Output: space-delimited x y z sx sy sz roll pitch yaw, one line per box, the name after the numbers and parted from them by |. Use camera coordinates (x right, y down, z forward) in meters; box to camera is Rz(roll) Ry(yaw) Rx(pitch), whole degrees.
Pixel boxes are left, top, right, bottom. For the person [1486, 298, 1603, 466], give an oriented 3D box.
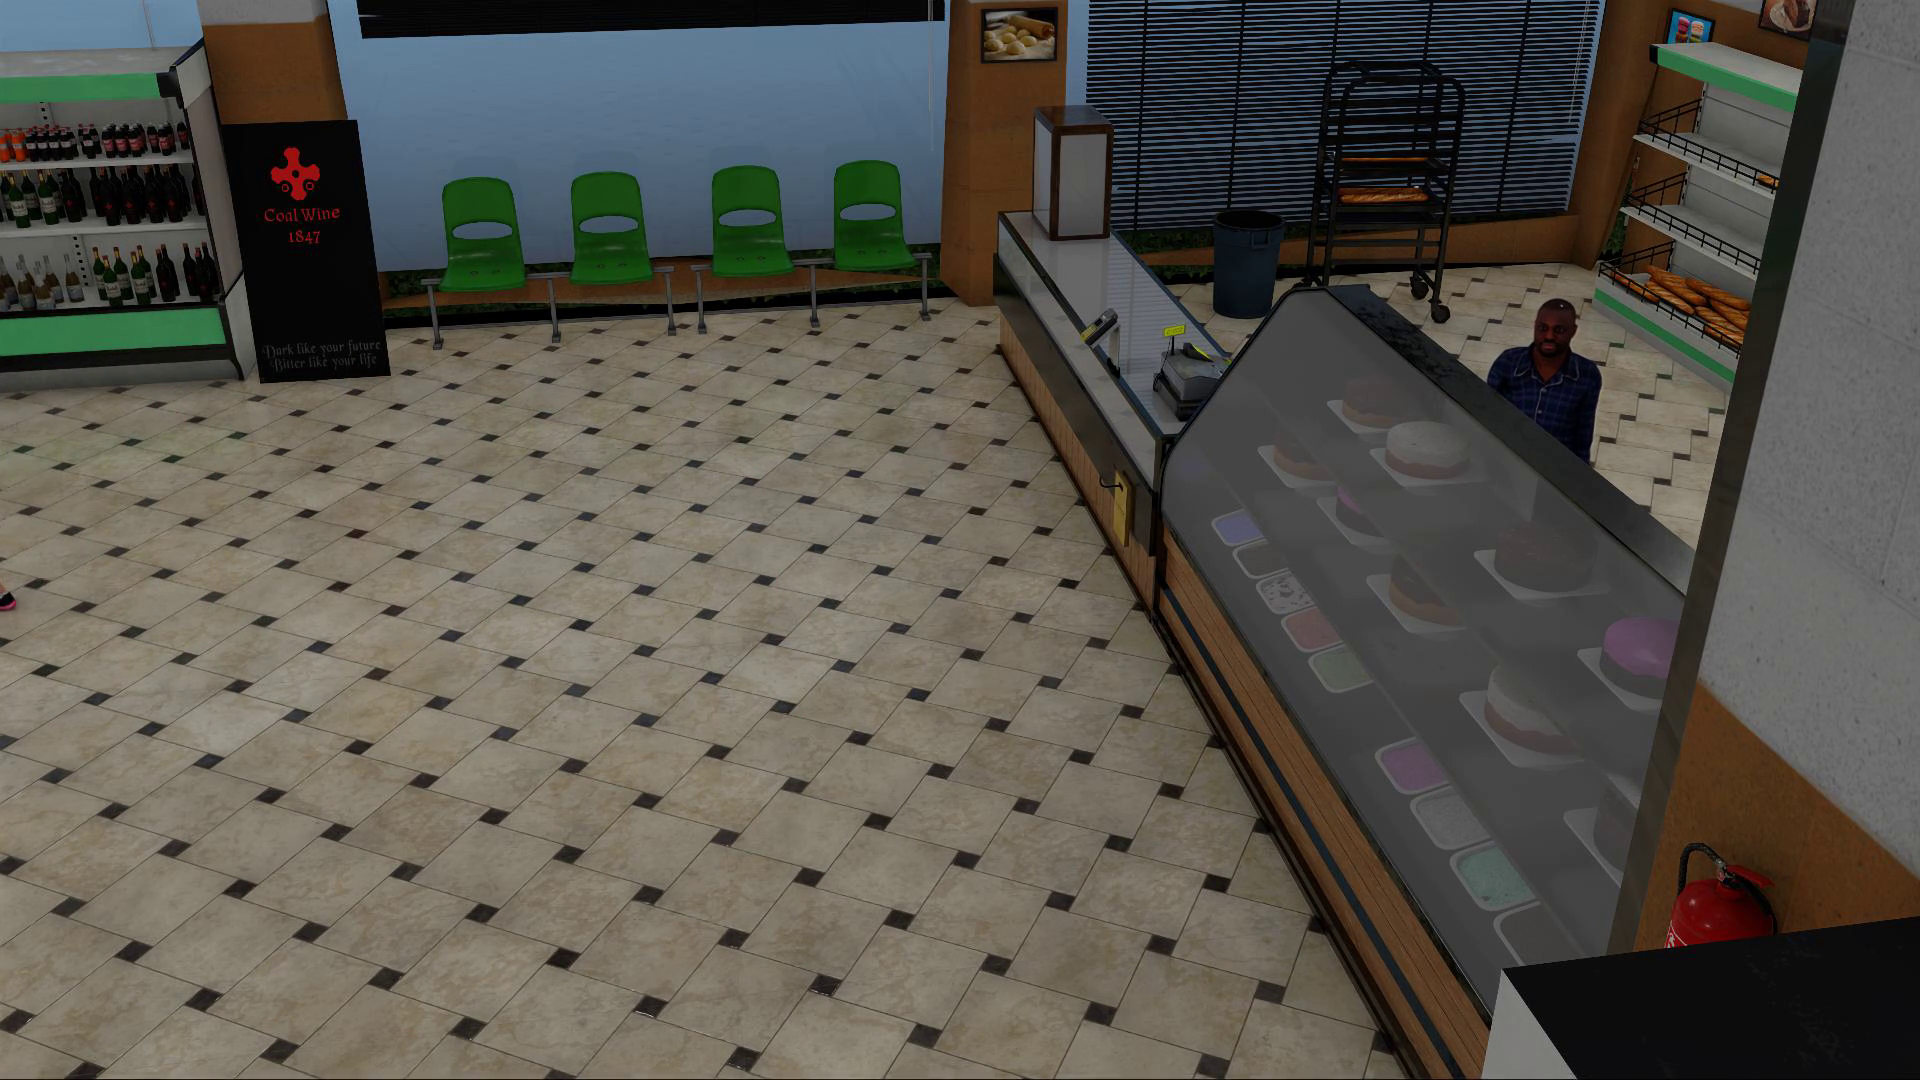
2.581 -0.232 7.586 0.727 1.824 0.834 10 28 18 | person
